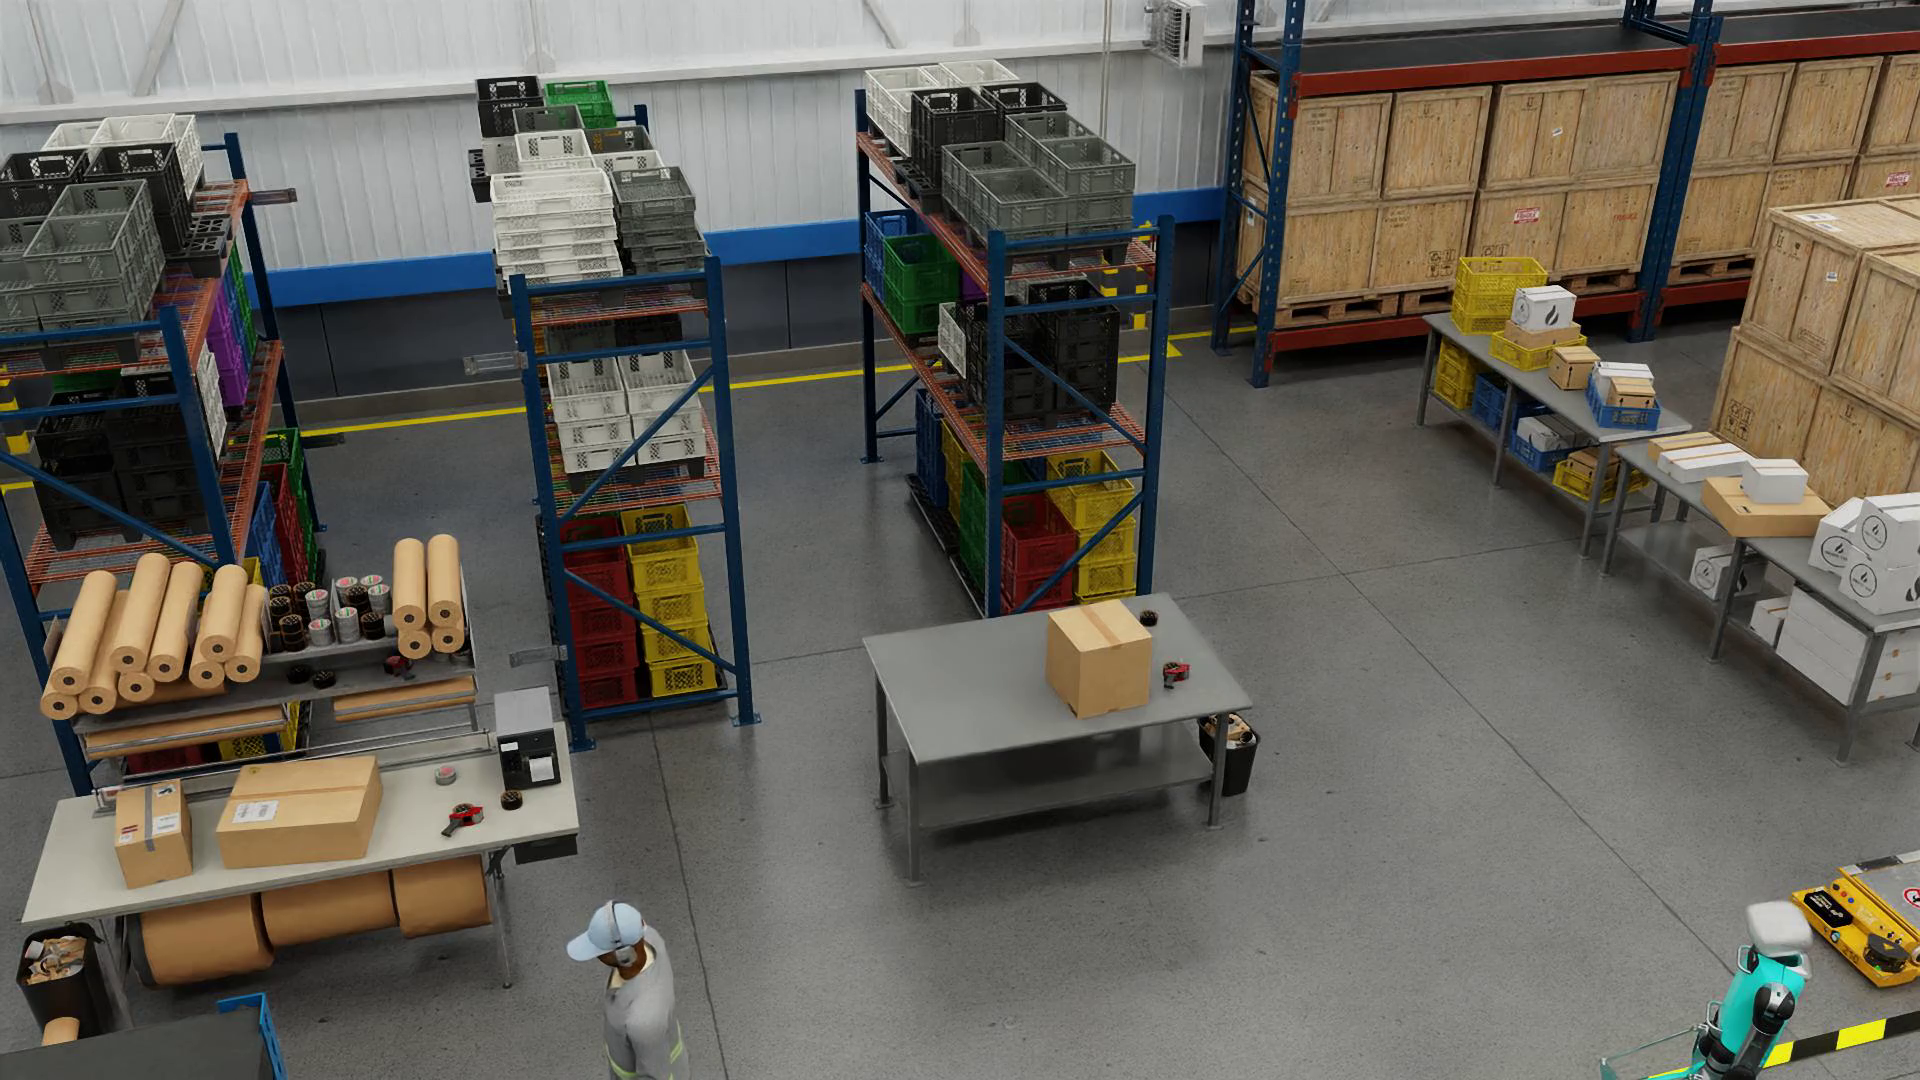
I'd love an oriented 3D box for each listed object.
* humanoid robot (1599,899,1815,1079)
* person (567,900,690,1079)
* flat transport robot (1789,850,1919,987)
[{"bbox_3d":[2.862,2.097,6.678,0.735,1.680,0.533,12,31,21],"label":"humanoid robot"},{"bbox_3d":[-1.273,2.153,6.604,0.397,1.848,0.587,-6,29,-11],"label":"person"},{"bbox_3d":[5.163,1.916,8.676,1.431,0.231,0.659,-8,30,-14],"label":"flat transport robot"}]
